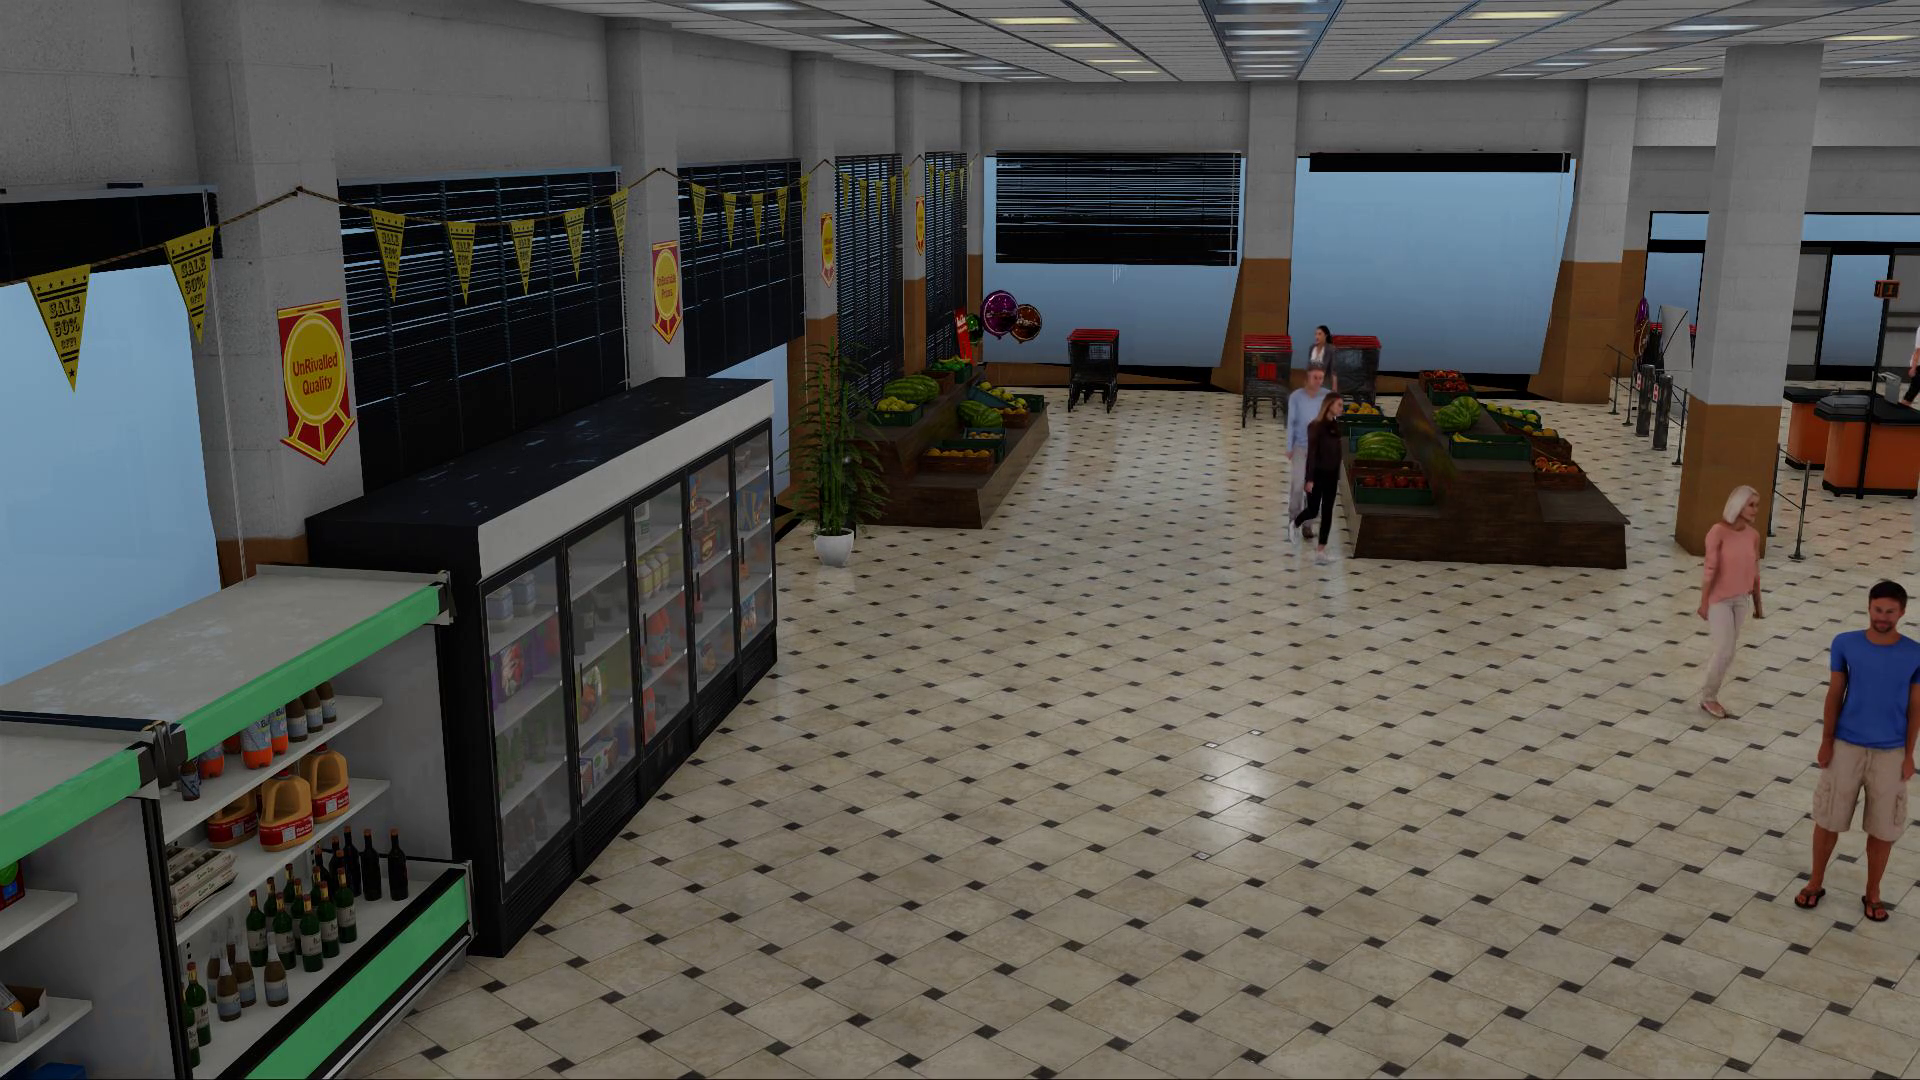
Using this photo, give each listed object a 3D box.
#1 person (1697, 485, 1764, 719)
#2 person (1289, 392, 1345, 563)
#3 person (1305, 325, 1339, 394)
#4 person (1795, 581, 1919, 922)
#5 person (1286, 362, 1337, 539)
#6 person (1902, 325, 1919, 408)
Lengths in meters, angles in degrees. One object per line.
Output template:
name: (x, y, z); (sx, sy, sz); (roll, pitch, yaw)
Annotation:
person: (5.546, 0.425, 12.155); (0.720, 1.716, 0.749); (-5, 15, -21)
person: (3.561, -0.633, 16.586); (0.917, 1.685, 1.011); (-7, 15, -25)
person: (5.010, -2.113, 22.754); (0.828, 1.653, 0.773); (-10, 17, -35)
person: (4.916, 1.114, 9.004); (0.715, 1.863, 0.668); (7, 15, 28)
person: (3.668, -0.952, 17.501); (0.694, 1.873, 0.688); (0, 14, 2)
person: (13.896, -2.552, 24.196); (1.009, 1.827, 1.005); (10, 17, 35)
